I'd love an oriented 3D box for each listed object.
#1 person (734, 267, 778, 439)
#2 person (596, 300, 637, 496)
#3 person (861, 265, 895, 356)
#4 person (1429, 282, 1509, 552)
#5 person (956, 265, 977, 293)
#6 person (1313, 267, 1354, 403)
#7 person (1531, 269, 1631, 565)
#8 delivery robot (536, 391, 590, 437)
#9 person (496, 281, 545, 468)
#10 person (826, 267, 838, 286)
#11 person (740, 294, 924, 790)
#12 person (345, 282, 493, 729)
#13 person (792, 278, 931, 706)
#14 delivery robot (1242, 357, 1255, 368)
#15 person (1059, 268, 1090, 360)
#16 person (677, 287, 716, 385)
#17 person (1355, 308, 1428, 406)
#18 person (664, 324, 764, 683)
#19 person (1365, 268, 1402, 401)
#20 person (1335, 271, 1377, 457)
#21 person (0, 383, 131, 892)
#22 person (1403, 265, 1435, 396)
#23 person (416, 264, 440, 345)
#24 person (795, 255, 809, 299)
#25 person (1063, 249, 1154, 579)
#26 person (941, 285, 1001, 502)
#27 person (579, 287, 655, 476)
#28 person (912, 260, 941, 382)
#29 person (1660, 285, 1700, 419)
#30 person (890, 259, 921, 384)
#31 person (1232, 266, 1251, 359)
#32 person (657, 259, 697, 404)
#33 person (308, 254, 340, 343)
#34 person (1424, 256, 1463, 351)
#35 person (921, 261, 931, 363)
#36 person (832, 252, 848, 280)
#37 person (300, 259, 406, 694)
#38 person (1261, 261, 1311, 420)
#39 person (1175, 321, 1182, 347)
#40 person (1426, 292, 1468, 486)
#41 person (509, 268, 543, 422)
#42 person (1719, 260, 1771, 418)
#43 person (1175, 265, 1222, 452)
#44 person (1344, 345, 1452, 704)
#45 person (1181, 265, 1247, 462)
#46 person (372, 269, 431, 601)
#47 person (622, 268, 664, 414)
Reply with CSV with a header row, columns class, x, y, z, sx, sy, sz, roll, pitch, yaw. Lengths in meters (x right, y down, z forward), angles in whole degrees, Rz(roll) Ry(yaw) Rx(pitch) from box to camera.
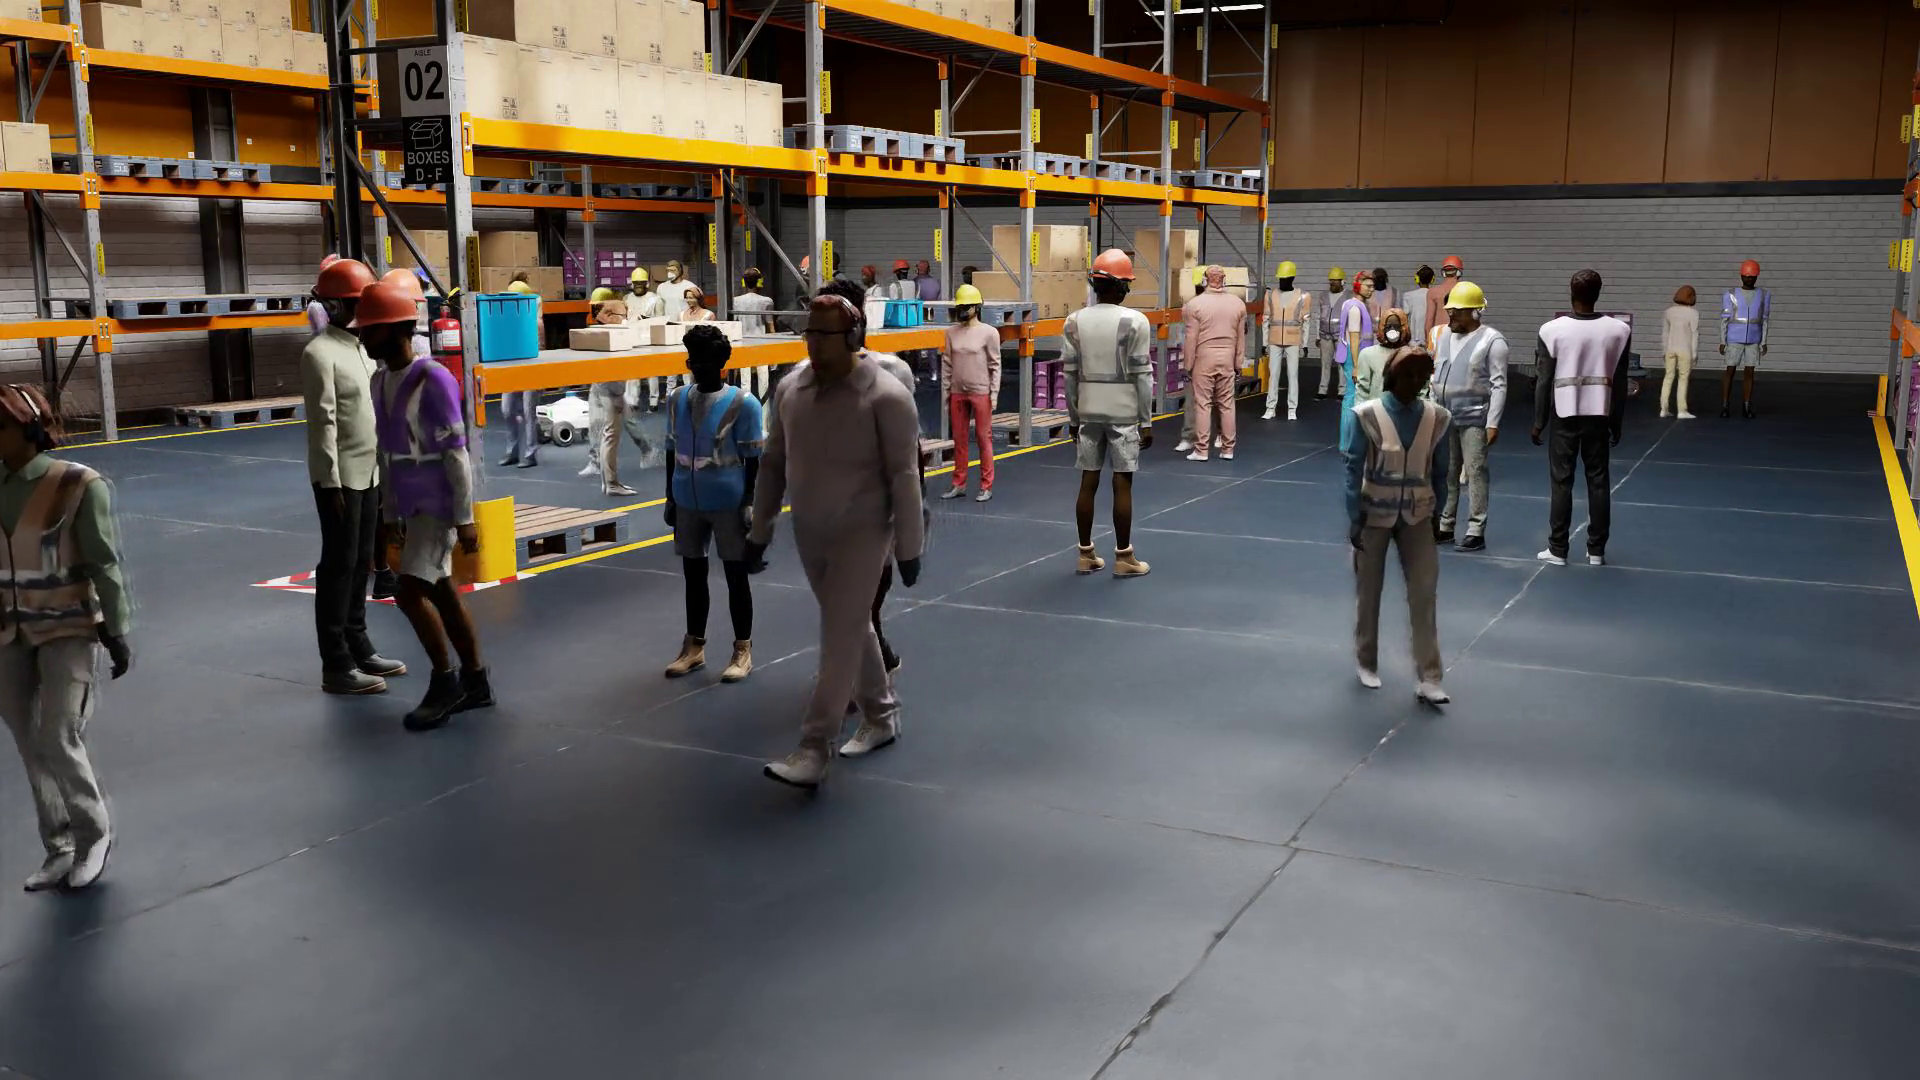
class,x,y,z,sx,sy,sz,roll,pitch,yaw
person,-2.246,-2.026,18.113,0.533,1.864,0.310,1,10,5
person,-2.895,-1.190,13.942,0.282,1.633,0.498,-3,10,-16
person,-1.172,-3.114,24.484,0.959,1.849,0.589,-5,11,-27
person,3.420,-0.837,11.329,0.404,1.827,0.601,-6,12,-32
person,0.134,-3.185,24.918,0.491,1.834,0.646,-8,13,-39
person,5.090,-2.778,22.558,0.591,1.834,0.404,7,12,35
person,4.012,-0.786,10.776,0.590,1.920,0.398,1,10,3
delivery robot,-4.115,-1.330,17.602,0.477,0.478,0.707,10,14,44
person,-4.148,-1.561,15.725,0.565,1.758,0.364,5,11,27
person,-2.083,-3.380,25.740,0.632,1.939,0.368,-1,10,-8
person,-0.521,-0.001,6.398,0.657,1.858,0.966,8,13,38
person,-2.288,-0.144,7.124,0.558,1.898,0.594,9,13,43
person,-0.461,-0.229,7.575,0.660,1.922,0.874,4,11,22
delivery robot,4.188,-2.637,25.165,0.707,0.478,0.477,0,10,-3
person,1.687,-3.032,23.907,0.648,1.888,1.014,9,13,42
person,-3.004,-2.062,18.973,0.522,1.638,0.311,4,10,21
person,3.084,-0.842,11.926,0.507,1.631,0.266,2,10,12
person,-1.175,-0.171,7.872,0.531,1.693,0.320,4,11,23
person,5.695,-2.793,22.680,0.640,1.823,0.441,2,10,9
person,3.920,-1.743,16.542,0.375,1.837,0.570,2,10,14
person,-2.903,0.323,5.218,0.538,1.619,0.405,1,10,6
person,5.727,-2.463,20.618,0.532,1.873,0.315,4,10,20
person,-6.598,-2.450,20.505,0.662,1.899,0.402,5,11,29
person,-1.973,-2.717,21.745,0.392,1.991,0.612,1,10,5
person,0.934,-0.778,10.370,0.608,2.044,0.370,6,12,33
person,0.080,-1.189,13.553,0.529,1.767,0.329,6,11,31
person,-3.187,-1.469,15.318,0.488,1.716,0.780,6,11,30
person,-0.584,-3.434,26.145,0.651,1.907,0.409,-4,10,-20
person,8.821,-2.301,20.372,0.269,1.631,0.506,-5,11,-28
person,-0.871,-3.345,25.559,0.543,1.931,0.371,-7,12,-36
person,4.408,-3.463,26.583,0.934,1.820,0.501,5,11,29
person,-3.769,-2.775,22.233,0.634,1.938,0.355,3,10,17
person,-4.878,-1.273,13.307,0.645,2.018,0.658,2,10,11
person,5.908,-2.422,20.050,0.608,1.987,0.391,2,10,10
person,-0.678,-4.214,30.725,0.347,1.882,0.584,-4,10,-20
person,-2.212,-4.030,29.205,0.683,2.000,0.537,3,10,16
person,-2.813,-0.296,7.717,0.395,1.993,0.616,0,10,0
person,3.939,-2.405,20.146,0.585,1.920,0.383,4,11,22
person,3.744,-3.428,26.451,0.976,1.790,0.648,4,10,20
person,4.292,-1.322,14.519,0.540,1.698,0.315,9,13,41
person,-5.233,-2.328,19.924,0.514,1.842,0.328,-5,11,-28
person,9.613,-2.453,20.382,0.552,1.933,0.372,2,10,13
person,2.528,-1.868,17.107,0.593,1.899,0.824,6,11,30
person,1.983,-0.059,7.493,0.516,1.604,0.794,0,10,-2
person,2.449,-1.712,16.175,0.652,1.906,0.402,-3,10,-18
person,-3.232,-0.598,9.663,0.541,1.932,0.382,5,11,27
person,-4.010,-2.495,20.917,0.602,1.830,0.404,3,10,16
